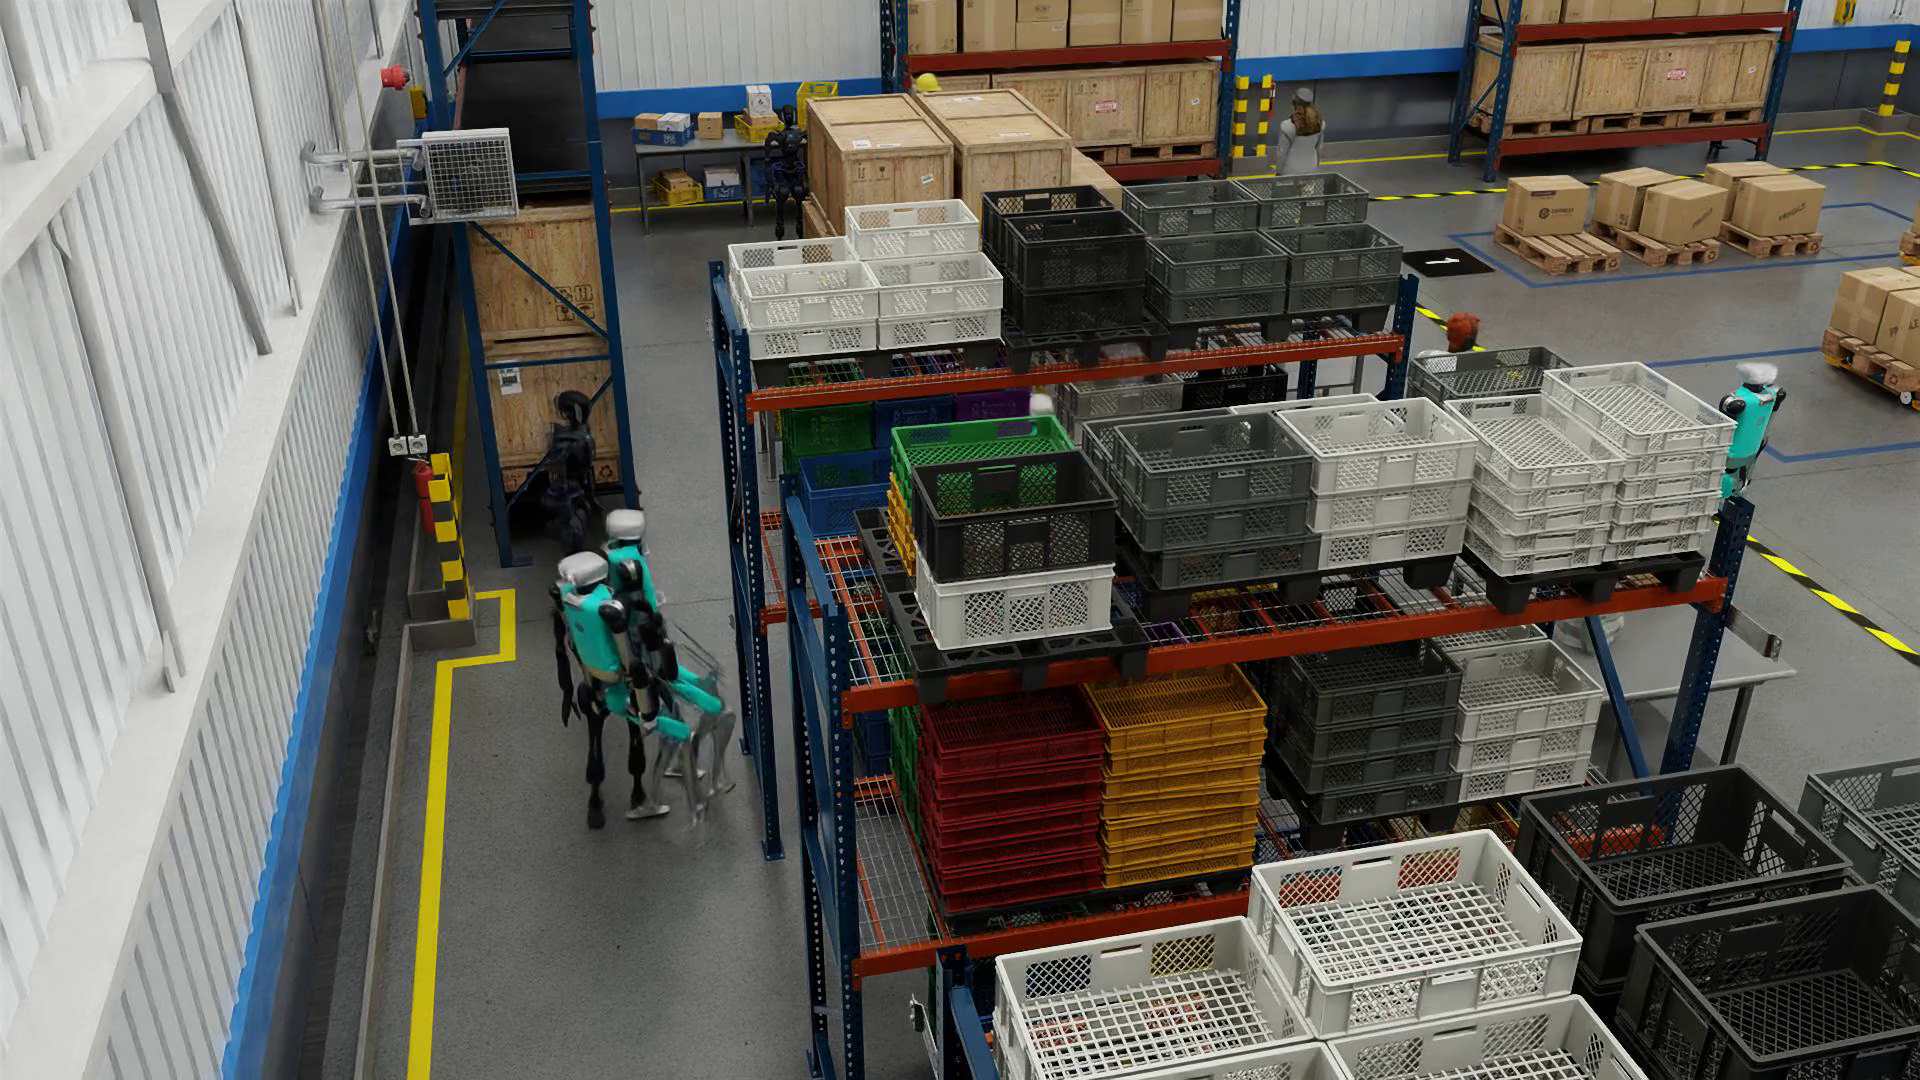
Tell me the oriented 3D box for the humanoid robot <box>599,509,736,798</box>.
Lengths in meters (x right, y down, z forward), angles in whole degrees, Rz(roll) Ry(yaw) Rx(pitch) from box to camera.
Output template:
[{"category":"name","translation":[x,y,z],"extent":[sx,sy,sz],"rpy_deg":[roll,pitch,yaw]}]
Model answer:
[{"category":"humanoid robot","translation":[-1.532,0.622,9.300],"extent":[0.813,1.791,0.591],"rpy_deg":[-10,29,-18]}]

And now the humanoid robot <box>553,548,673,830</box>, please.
[{"category":"humanoid robot","translation":[-1.869,0.799,9.015],"extent":[0.612,1.655,0.371],"rpy_deg":[-5,28,-10]}]

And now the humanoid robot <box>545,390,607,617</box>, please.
[{"category":"humanoid robot","translation":[-2.525,-0.200,10.929],"extent":[0.539,1.641,0.584],"rpy_deg":[2,28,4]}]

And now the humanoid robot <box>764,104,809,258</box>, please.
[{"category":"humanoid robot","translation":[-1.804,-3.826,17.779],"extent":[0.599,1.657,0.315],"rpy_deg":[-9,29,-16]}]

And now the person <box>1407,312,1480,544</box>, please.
[{"category":"person","translation":[3.374,-0.685,11.613],"extent":[0.337,1.882,0.581],"rpy_deg":[-21,34,-34]}]

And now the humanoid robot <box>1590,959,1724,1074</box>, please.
[{"category":"humanoid robot","translation":[2.743,2.115,6.522],"extent":[0.477,1.646,0.608],"rpy_deg":[-15,31,-26]}]

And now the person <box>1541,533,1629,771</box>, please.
[{"category":"person","translation":[3.462,0.531,9.238],"extent":[0.386,1.948,0.602],"rpy_deg":[5,28,9]}]

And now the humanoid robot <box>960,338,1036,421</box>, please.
[{"category":"humanoid robot","translation":[0.301,-0.503,11.319],"extent":[0.532,1.694,0.725],"rpy_deg":[-4,28,-8]}]

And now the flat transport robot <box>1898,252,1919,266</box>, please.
[{"category":"flat transport robot","translation":[10.641,-2.850,17.424],"extent":[0.652,0.197,1.431],"rpy_deg":[-6,28,-12]}]

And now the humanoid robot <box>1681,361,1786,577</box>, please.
[{"category":"humanoid robot","translation":[5.015,-0.483,11.244],"extent":[0.533,1.677,0.735],"rpy_deg":[-15,31,-26]}]

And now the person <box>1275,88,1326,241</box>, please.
[{"category":"person","translation":[3.667,-4.004,18.032],"extent":[0.564,1.769,0.396],"rpy_deg":[-11,30,-21]}]

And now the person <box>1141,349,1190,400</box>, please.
[{"category":"person","translation":[1.509,-1.231,12.561],"extent":[0.874,1.983,0.618],"rpy_deg":[11,30,20]}]

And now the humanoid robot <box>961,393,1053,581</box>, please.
[{"category":"humanoid robot","translation":[0.256,-0.064,10.614],"extent":[0.744,1.795,0.542],"rpy_deg":[-7,29,-13]}]

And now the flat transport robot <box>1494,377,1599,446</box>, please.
[{"category":"flat transport robot","translation":[4.780,-1.036,14.013],"extent":[0.659,0.231,1.431],"rpy_deg":[-6,28,-12]}]

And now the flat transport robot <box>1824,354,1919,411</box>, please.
[{"category":"flat transport robot","translation":[8.473,-1.467,14.800],"extent":[0.652,0.197,1.431],"rpy_deg":[-6,28,-12]}]

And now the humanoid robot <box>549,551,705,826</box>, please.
[{"category":"humanoid robot","translation":[-1.698,0.790,8.983],"extent":[0.577,1.783,0.804],"rpy_deg":[20,34,33]}]

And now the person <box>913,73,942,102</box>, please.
[{"category":"person","translation":[-0.379,-4.244,18.424],"extent":[0.404,1.827,0.599],"rpy_deg":[-4,28,-7]}]
